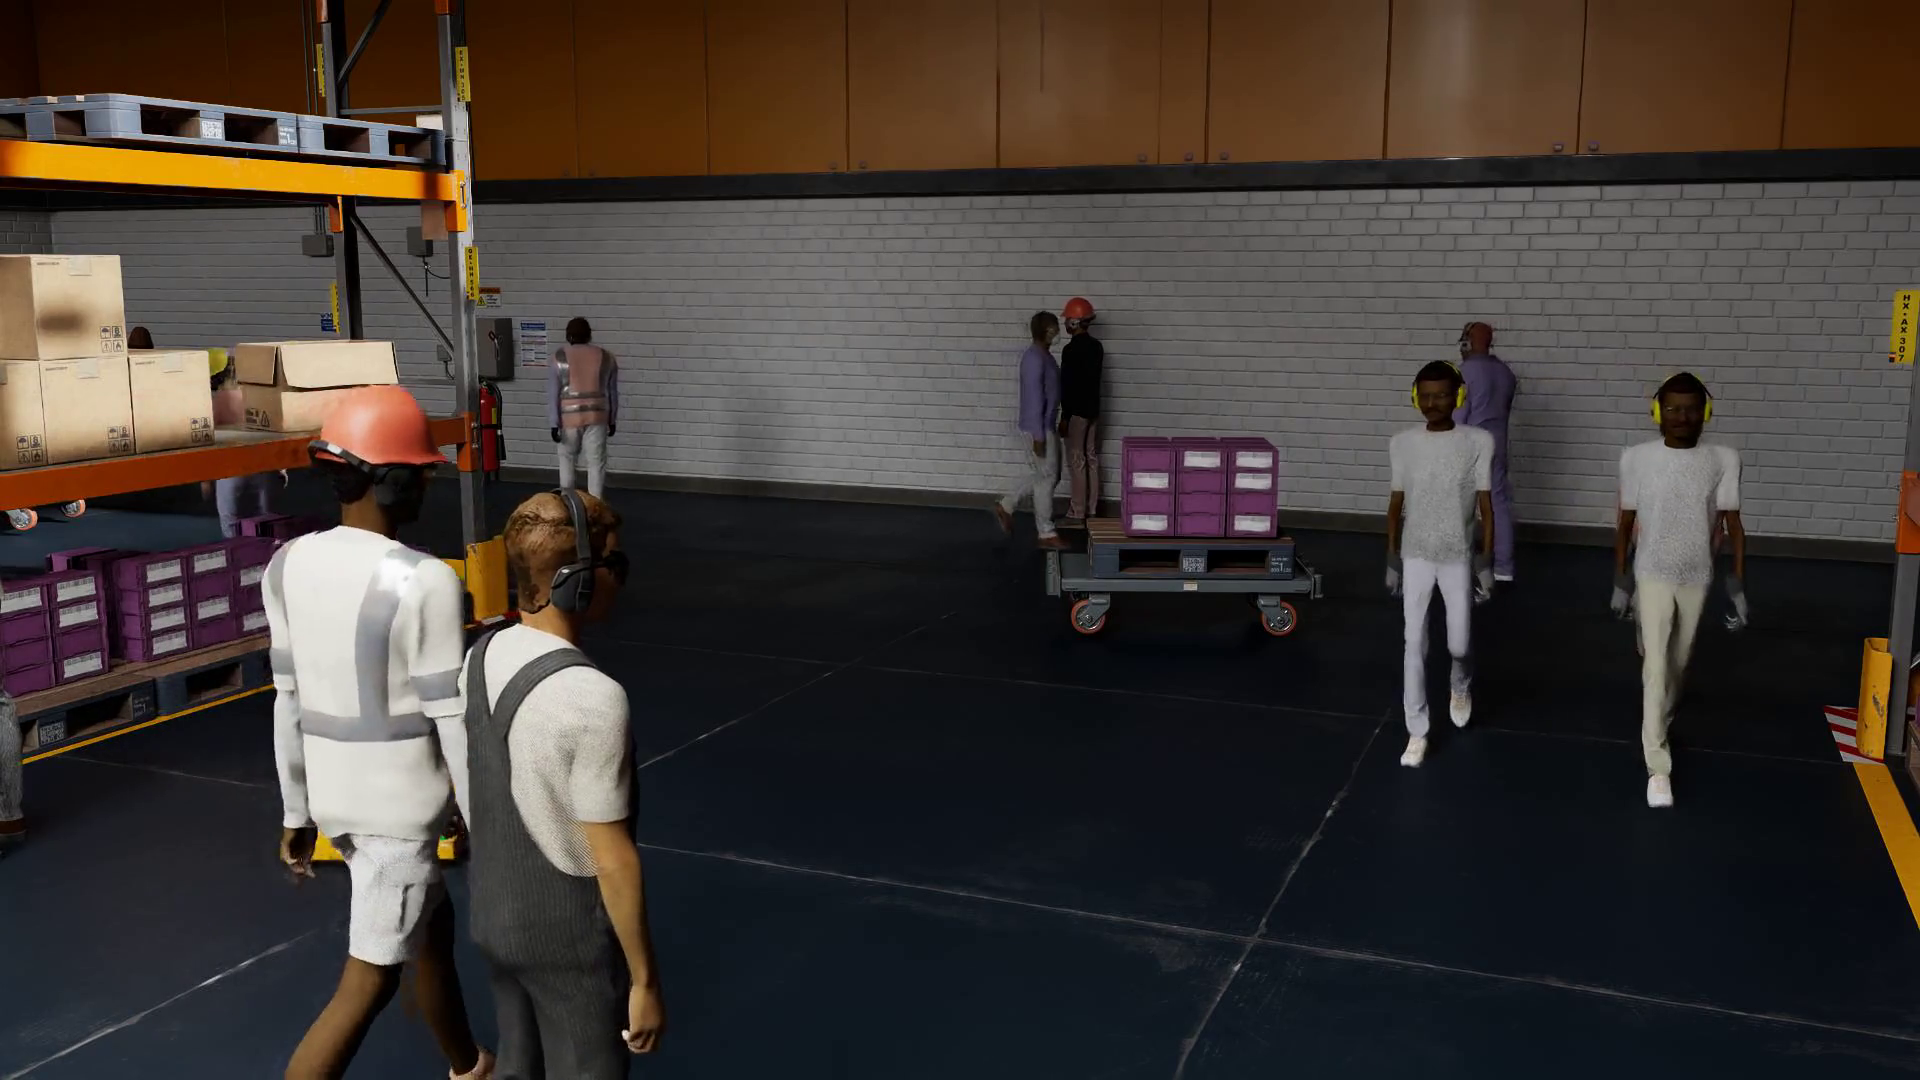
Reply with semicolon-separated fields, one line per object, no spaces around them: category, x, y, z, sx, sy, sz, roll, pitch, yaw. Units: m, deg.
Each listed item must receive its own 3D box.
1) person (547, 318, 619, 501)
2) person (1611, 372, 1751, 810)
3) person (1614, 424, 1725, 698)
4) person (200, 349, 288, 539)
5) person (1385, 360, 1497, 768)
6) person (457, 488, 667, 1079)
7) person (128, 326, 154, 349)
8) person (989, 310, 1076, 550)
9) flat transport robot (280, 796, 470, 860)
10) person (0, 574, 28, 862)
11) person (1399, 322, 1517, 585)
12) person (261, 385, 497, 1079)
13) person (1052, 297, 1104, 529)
person;-3.347;-1.053;14.720;0.649;1.803;0.889;-4;10;-22
person;3.134;0.179;7.254;0.538;1.826;0.968;2;10;14
person;3.660;0.061;8.574;0.506;1.610;0.785;5;11;29
person;-4.803;-0.437;11.256;0.402;1.719;0.695;6;11;33
person;2.238;0.086;7.709;0.531;1.846;0.720;4;10;23
person;-0.787;0.811;3.333;0.515;1.842;0.349;9;13;43
person;-8.561;-1.423;17.493;0.498;1.634;0.279;-5;11;-29
person;0.586;-0.873;13.302;0.640;1.922;0.633;2;10;12
flat transport robot;-2.230;1.000;6.928;0.652;0.197;1.431;0;10;0
person;-3.822;0.274;6.289;0.355;1.937;0.635;-1;9;-6
person;3.662;-0.638;12.045;0.675;1.859;0.961;-5;11;-30
person;-1.413;0.629;3.982;0.625;2.001;1.040;7;11;35
person;1.027;-1.097;14.421;0.375;1.997;0.611;5;11;29
